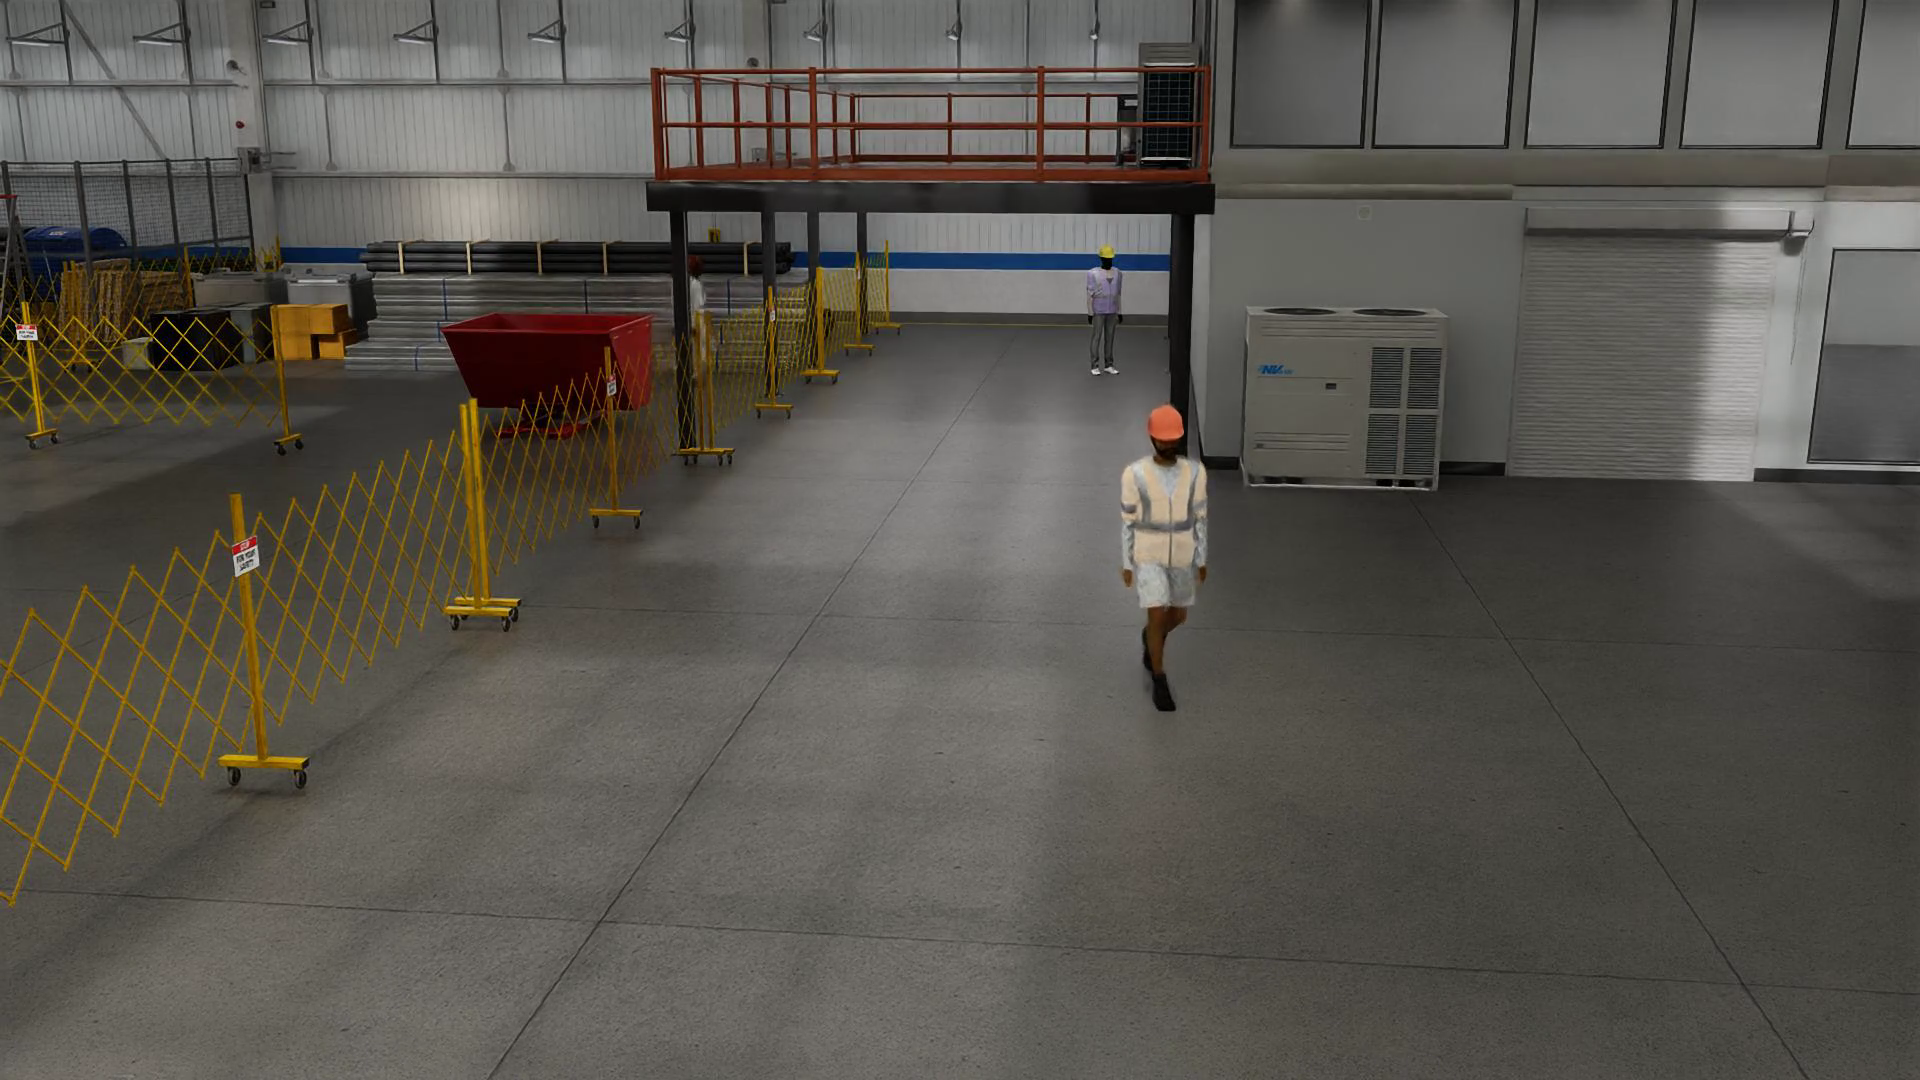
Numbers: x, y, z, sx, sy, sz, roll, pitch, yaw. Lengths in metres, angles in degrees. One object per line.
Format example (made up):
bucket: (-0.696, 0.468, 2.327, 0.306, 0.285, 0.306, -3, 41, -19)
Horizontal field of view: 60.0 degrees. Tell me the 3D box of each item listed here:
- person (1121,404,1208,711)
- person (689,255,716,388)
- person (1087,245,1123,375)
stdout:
person: (1.274, 0.069, 10.526, 0.552, 1.913, 0.776, -2, 14, -9)
person: (-3.679, -3.063, 23.414, 0.424, 1.868, 0.578, -6, 15, -24)
person: (2.164, -3.420, 24.757, 0.594, 1.926, 0.366, -7, 15, -25)
